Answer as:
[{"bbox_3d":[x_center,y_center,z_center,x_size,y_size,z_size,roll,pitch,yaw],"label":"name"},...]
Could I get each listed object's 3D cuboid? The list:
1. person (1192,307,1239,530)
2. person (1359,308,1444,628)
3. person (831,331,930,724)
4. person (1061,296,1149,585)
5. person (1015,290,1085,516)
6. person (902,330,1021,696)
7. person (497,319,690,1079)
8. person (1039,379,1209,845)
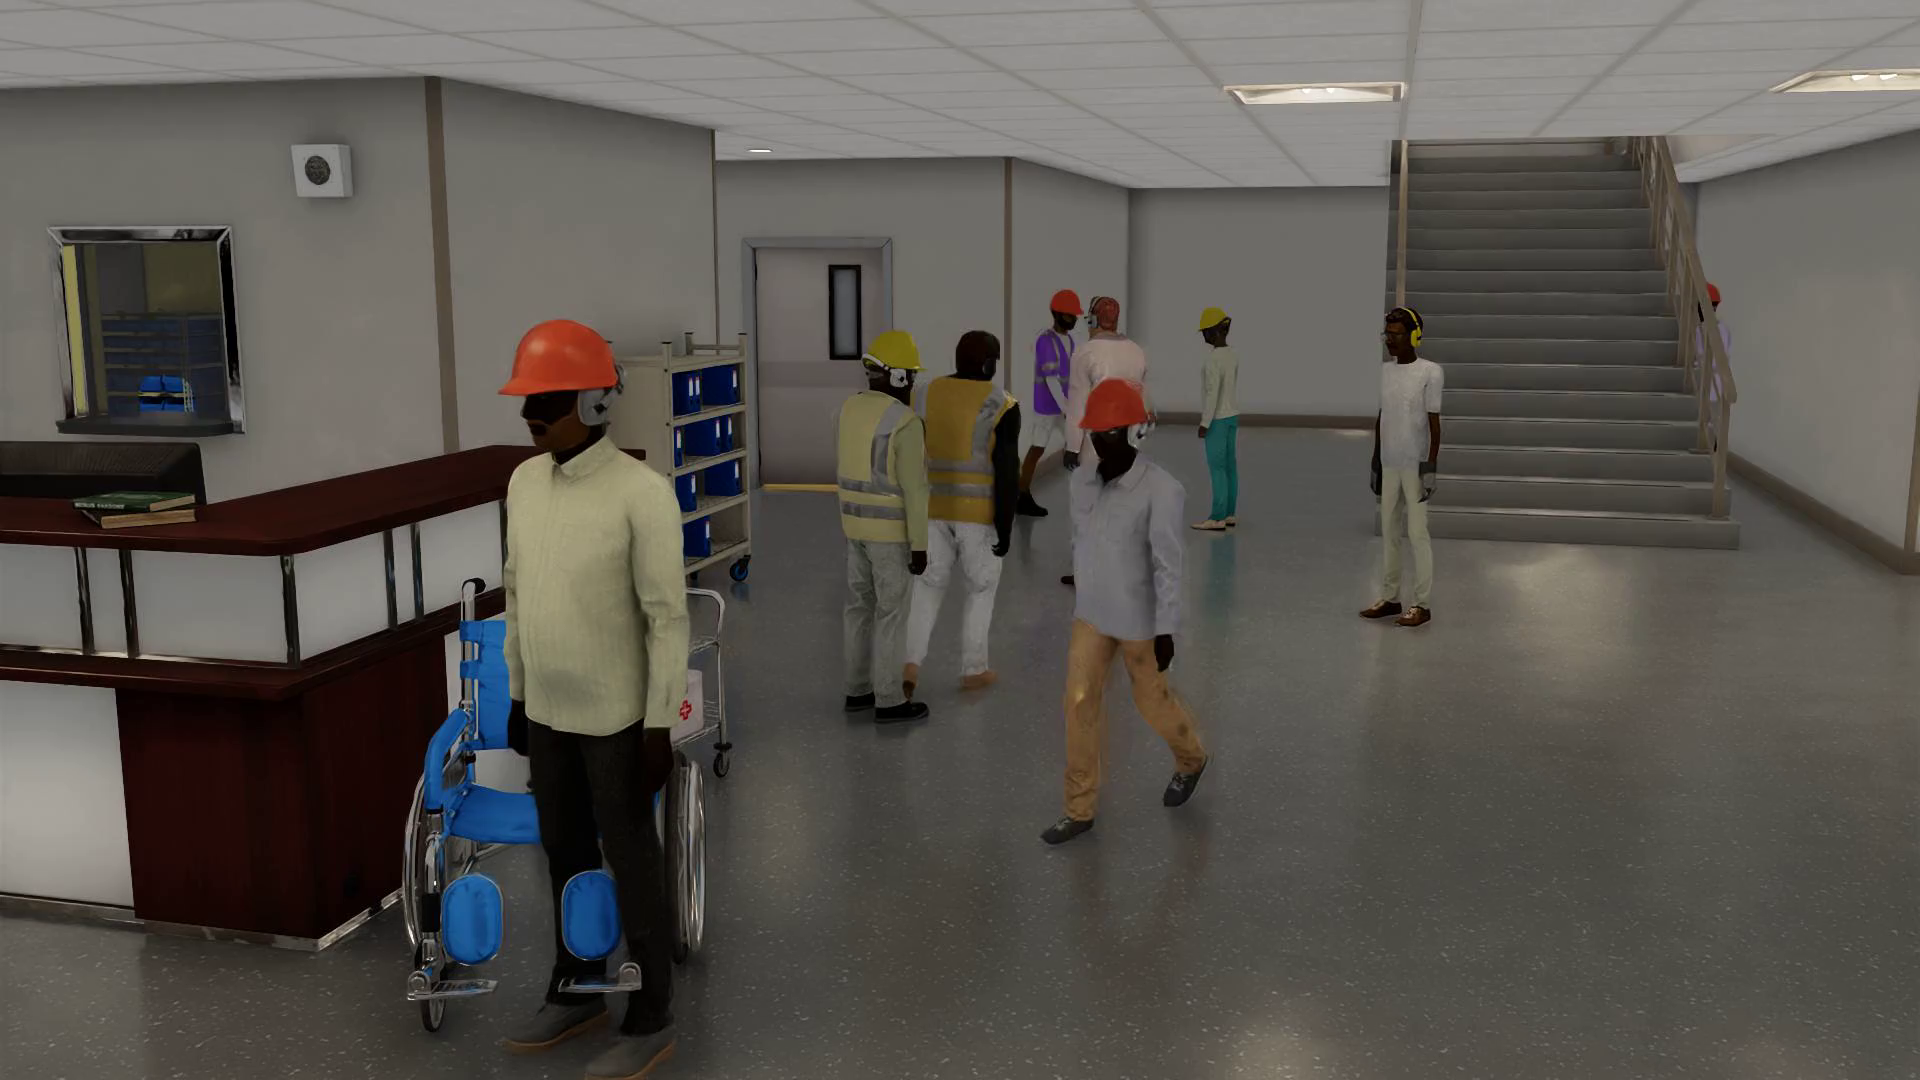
[{"bbox_3d":[2.025,-0.954,13.165,0.331,1.760,0.522,6,11,31],"label":"person"},{"bbox_3d":[2.601,-0.424,9.750,0.324,1.862,0.509,-6,11,-33],"label":"person"},{"bbox_3d":[-0.345,-0.054,7.703,0.403,1.818,0.601,-8,13,-40],"label":"person"},{"bbox_3d":[0.931,-0.641,10.918,0.648,1.901,0.399,-8,12,-39],"label":"person"},{"bbox_3d":[0.856,-1.096,13.621,1.016,1.875,0.543,7,12,36],"label":"person"},{"bbox_3d":[-0.032,-0.114,8.117,0.645,1.805,0.682,4,11,24],"label":"person"},{"bbox_3d":[-0.978,0.427,4.331,0.622,1.992,0.396,7,12,36],"label":"person"},{"bbox_3d":[0.654,0.243,6.247,0.561,1.719,0.836,9,13,44],"label":"person"}]
